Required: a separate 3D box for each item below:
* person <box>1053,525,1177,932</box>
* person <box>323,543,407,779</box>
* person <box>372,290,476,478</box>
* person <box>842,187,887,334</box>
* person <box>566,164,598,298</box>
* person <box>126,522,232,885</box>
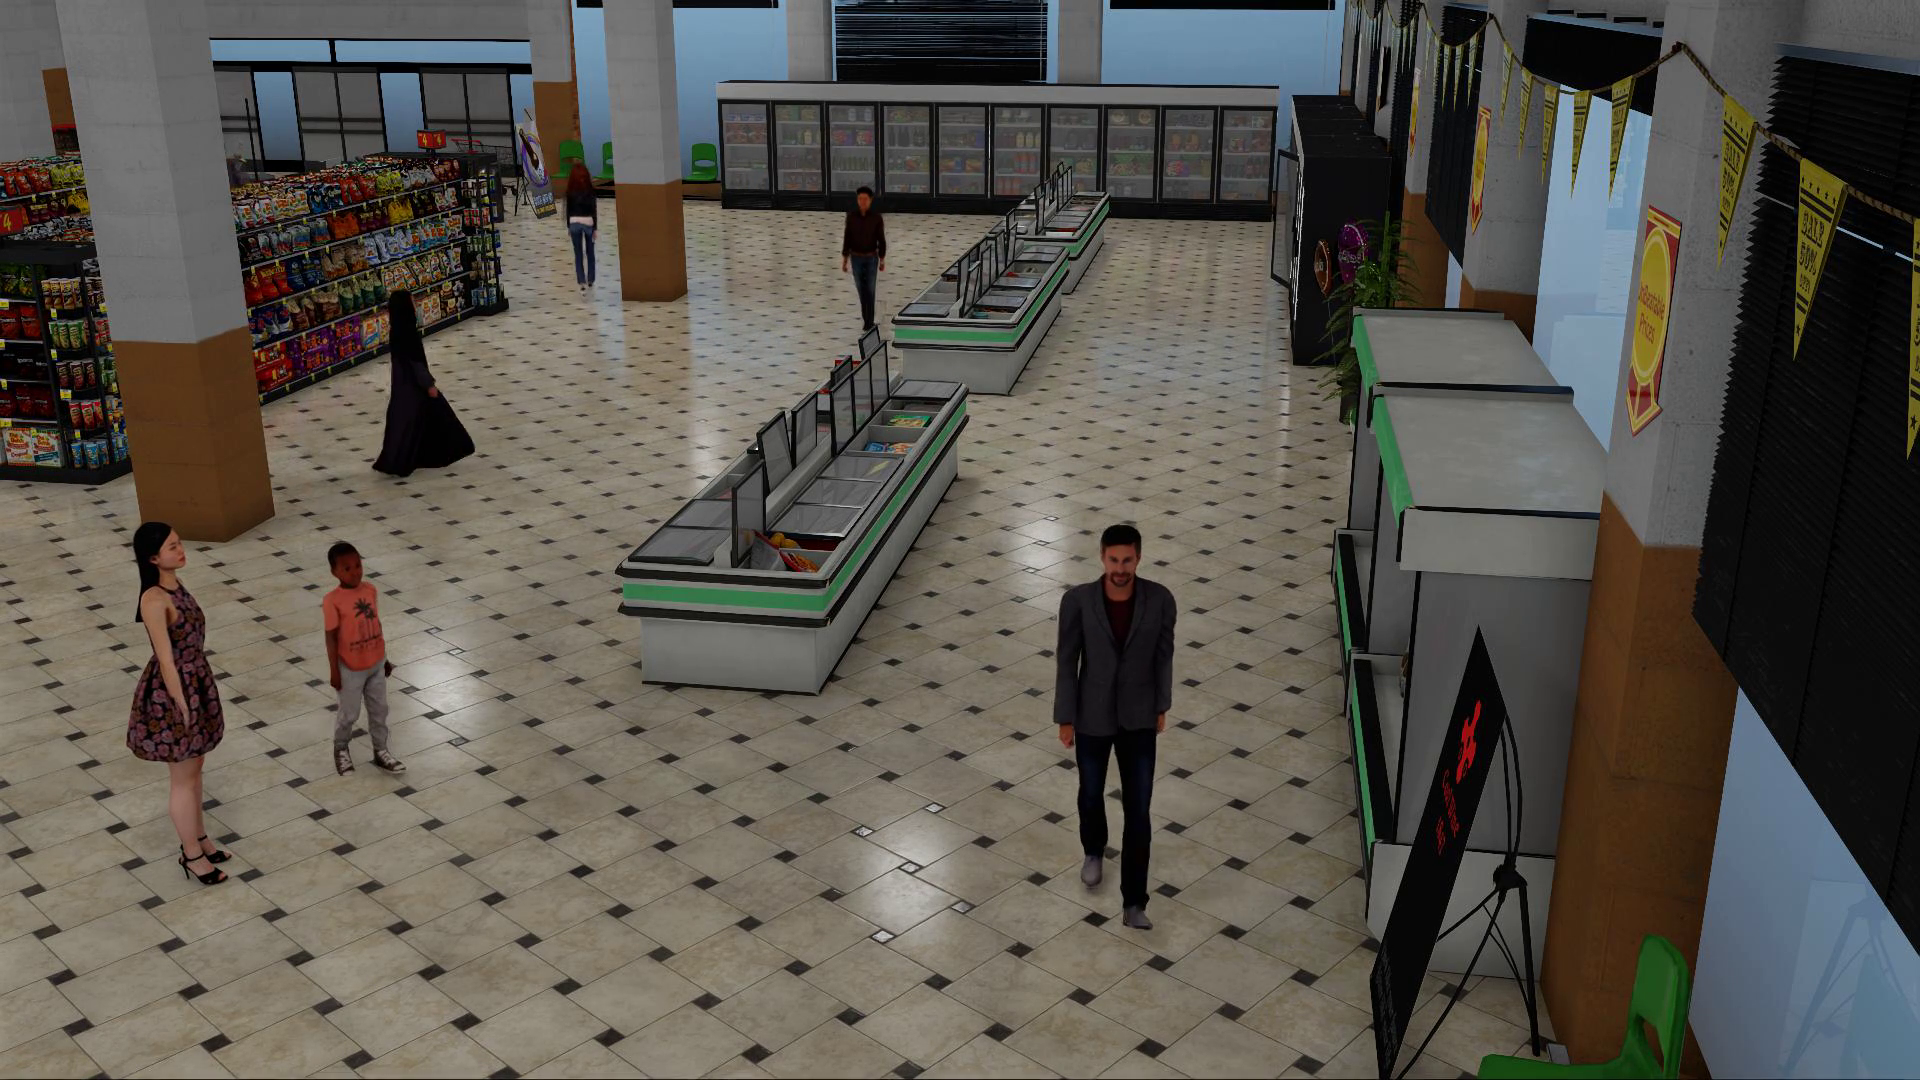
[{"bbox_3d":[0.697,0.791,7.633,0.773,1.831,1.128,1,19,3],"label":"person"},{"bbox_3d":[-3.246,0.624,8.914,0.707,1.328,0.675,14,23,37],"label":"person"},{"bbox_3d":[-4.794,-1.336,14.287,1.006,1.608,1.117,-6,20,-18],"label":"person"},{"bbox_3d":[-1.149,-3.372,20.106,0.675,1.749,0.964,3,19,8],"label":"person"},{"bbox_3d":[-5.067,-4.097,22.276,0.841,1.735,1.316,-2,19,-5],"label":"person"},{"bbox_3d":[-3.652,0.761,7.809,0.829,1.773,0.736,-4,19,-11],"label":"person"}]
